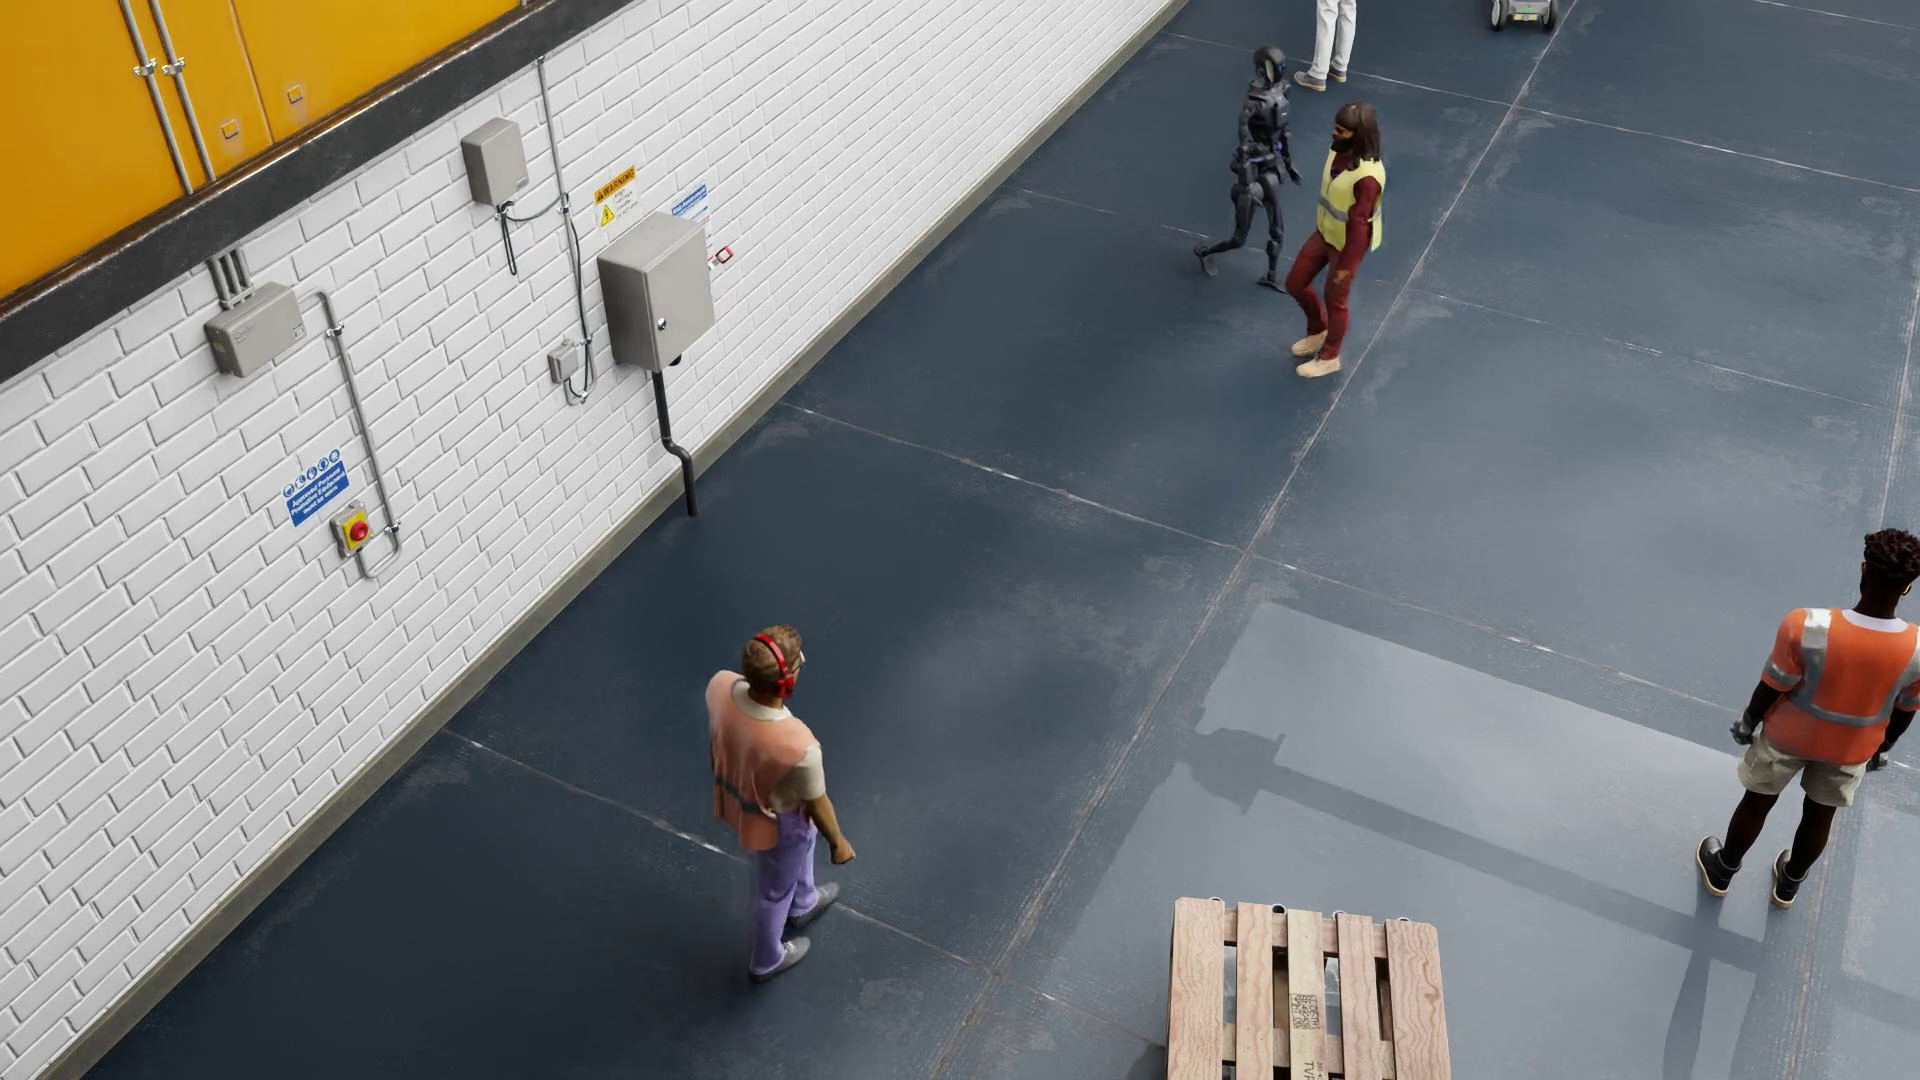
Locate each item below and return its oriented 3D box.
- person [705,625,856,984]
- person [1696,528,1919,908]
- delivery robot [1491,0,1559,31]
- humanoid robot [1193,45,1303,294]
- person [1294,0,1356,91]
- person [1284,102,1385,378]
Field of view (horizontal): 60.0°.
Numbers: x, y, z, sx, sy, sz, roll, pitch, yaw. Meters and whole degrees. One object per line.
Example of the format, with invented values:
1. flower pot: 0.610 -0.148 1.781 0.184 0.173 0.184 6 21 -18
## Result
1. person: -0.634 1.014 6.465 0.691 1.821 0.589 -29 48 -29
2. person: 3.442 0.755 6.670 0.602 1.959 0.371 11 42 12
3. delivery robot: 4.747 -4.626 13.990 0.525 0.604 0.776 1 41 1
4. humanoid robot: 1.866 -2.339 10.486 0.657 1.639 0.600 30 49 30
5. person: 2.890 -4.367 12.665 0.579 1.884 0.353 -26 47 -27
6. person: 2.192 -1.716 9.688 0.443 1.760 0.476 -15 43 -17
